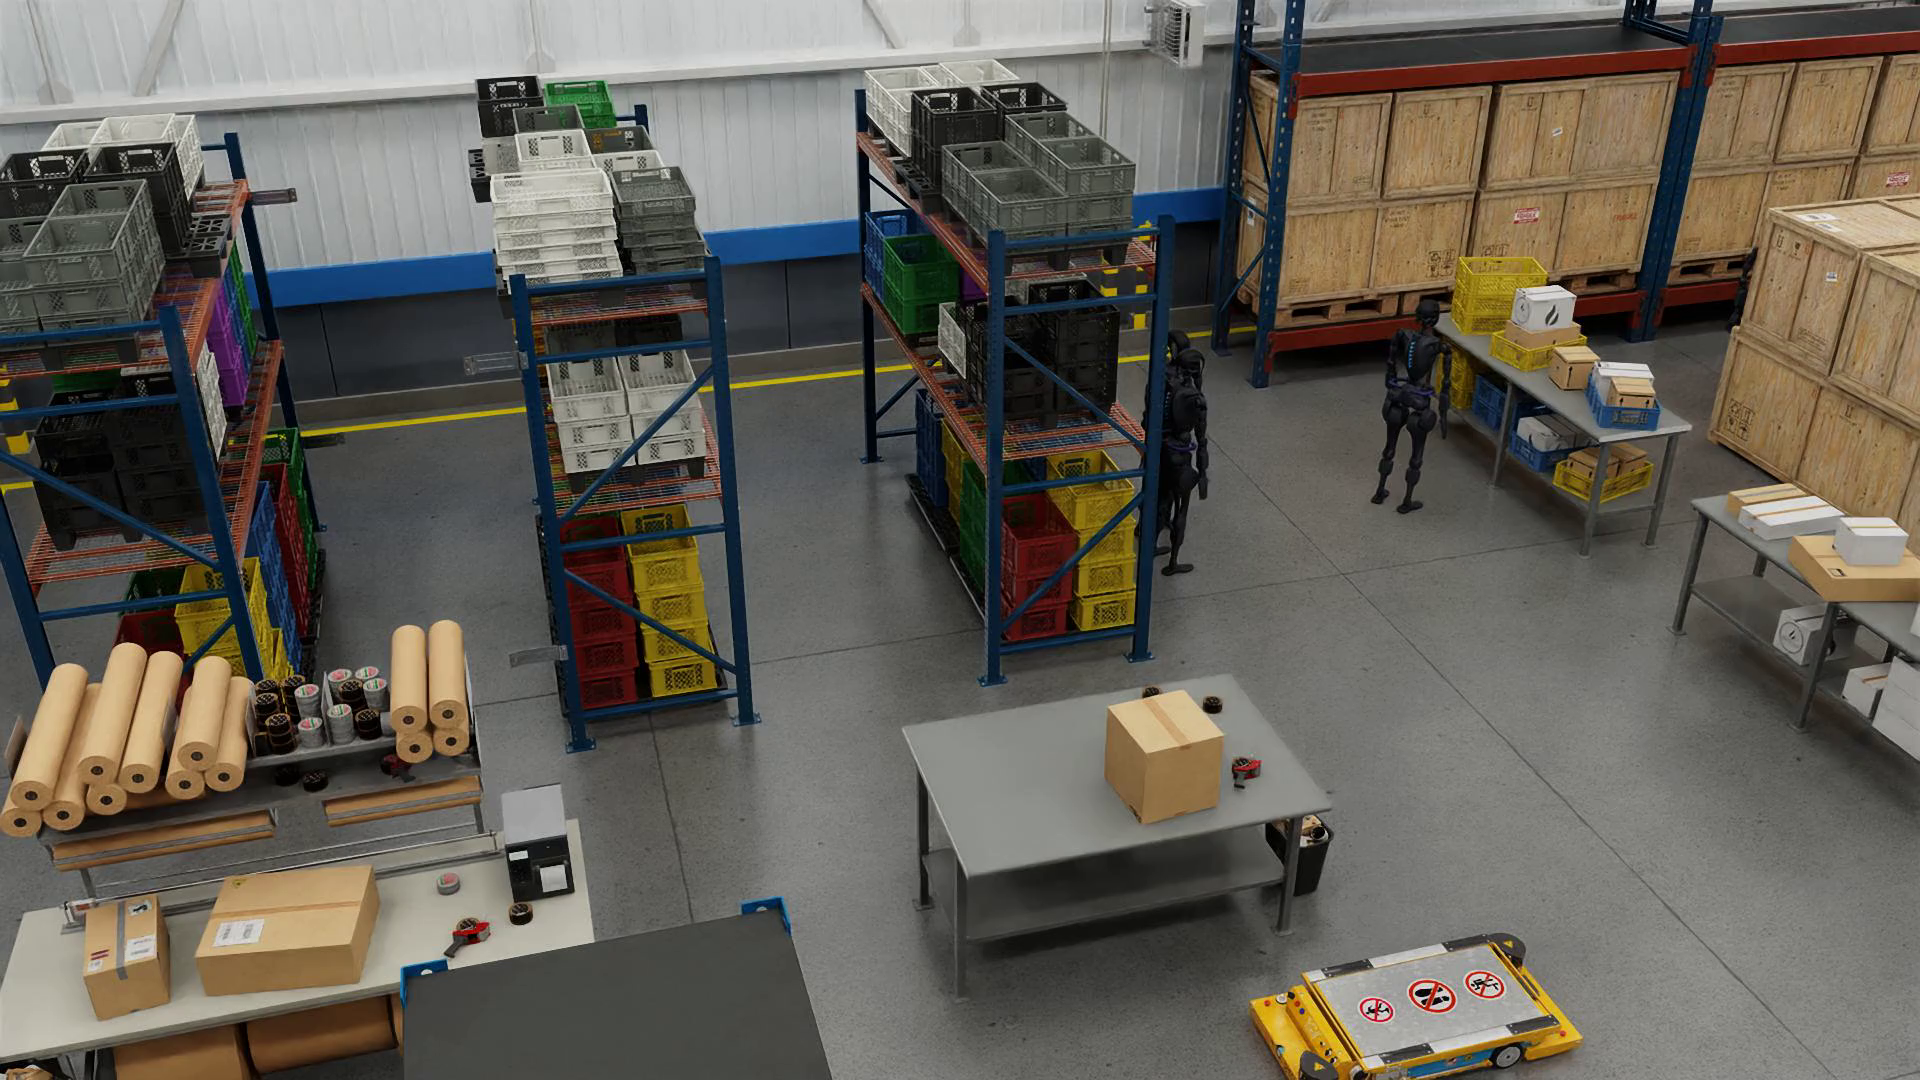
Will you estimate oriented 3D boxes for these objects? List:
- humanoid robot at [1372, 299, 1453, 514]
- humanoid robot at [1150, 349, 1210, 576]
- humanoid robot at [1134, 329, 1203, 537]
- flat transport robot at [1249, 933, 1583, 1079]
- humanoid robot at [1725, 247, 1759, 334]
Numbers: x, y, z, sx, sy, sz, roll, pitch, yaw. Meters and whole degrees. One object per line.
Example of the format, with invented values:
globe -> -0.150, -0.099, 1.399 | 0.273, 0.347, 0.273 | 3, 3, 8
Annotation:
humanoid robot -> 3.428, -1.022, 12.550 | 0.361, 1.651, 0.570 | -25, 37, -38
humanoid robot -> 1.536, -0.565, 11.726 | 0.322, 1.651, 0.570 | -13, 32, -23
humanoid robot -> 1.518, -0.757, 12.075 | 0.562, 1.649, 0.372 | -20, 35, -32
flat transport robot -> 2.184, 2.282, 7.980 | 1.431, 0.197, 0.652 | -8, 30, -14
humanoid robot -> 6.909, -1.969, 14.268 | 0.589, 1.657, 0.327 | 2, 29, 4
